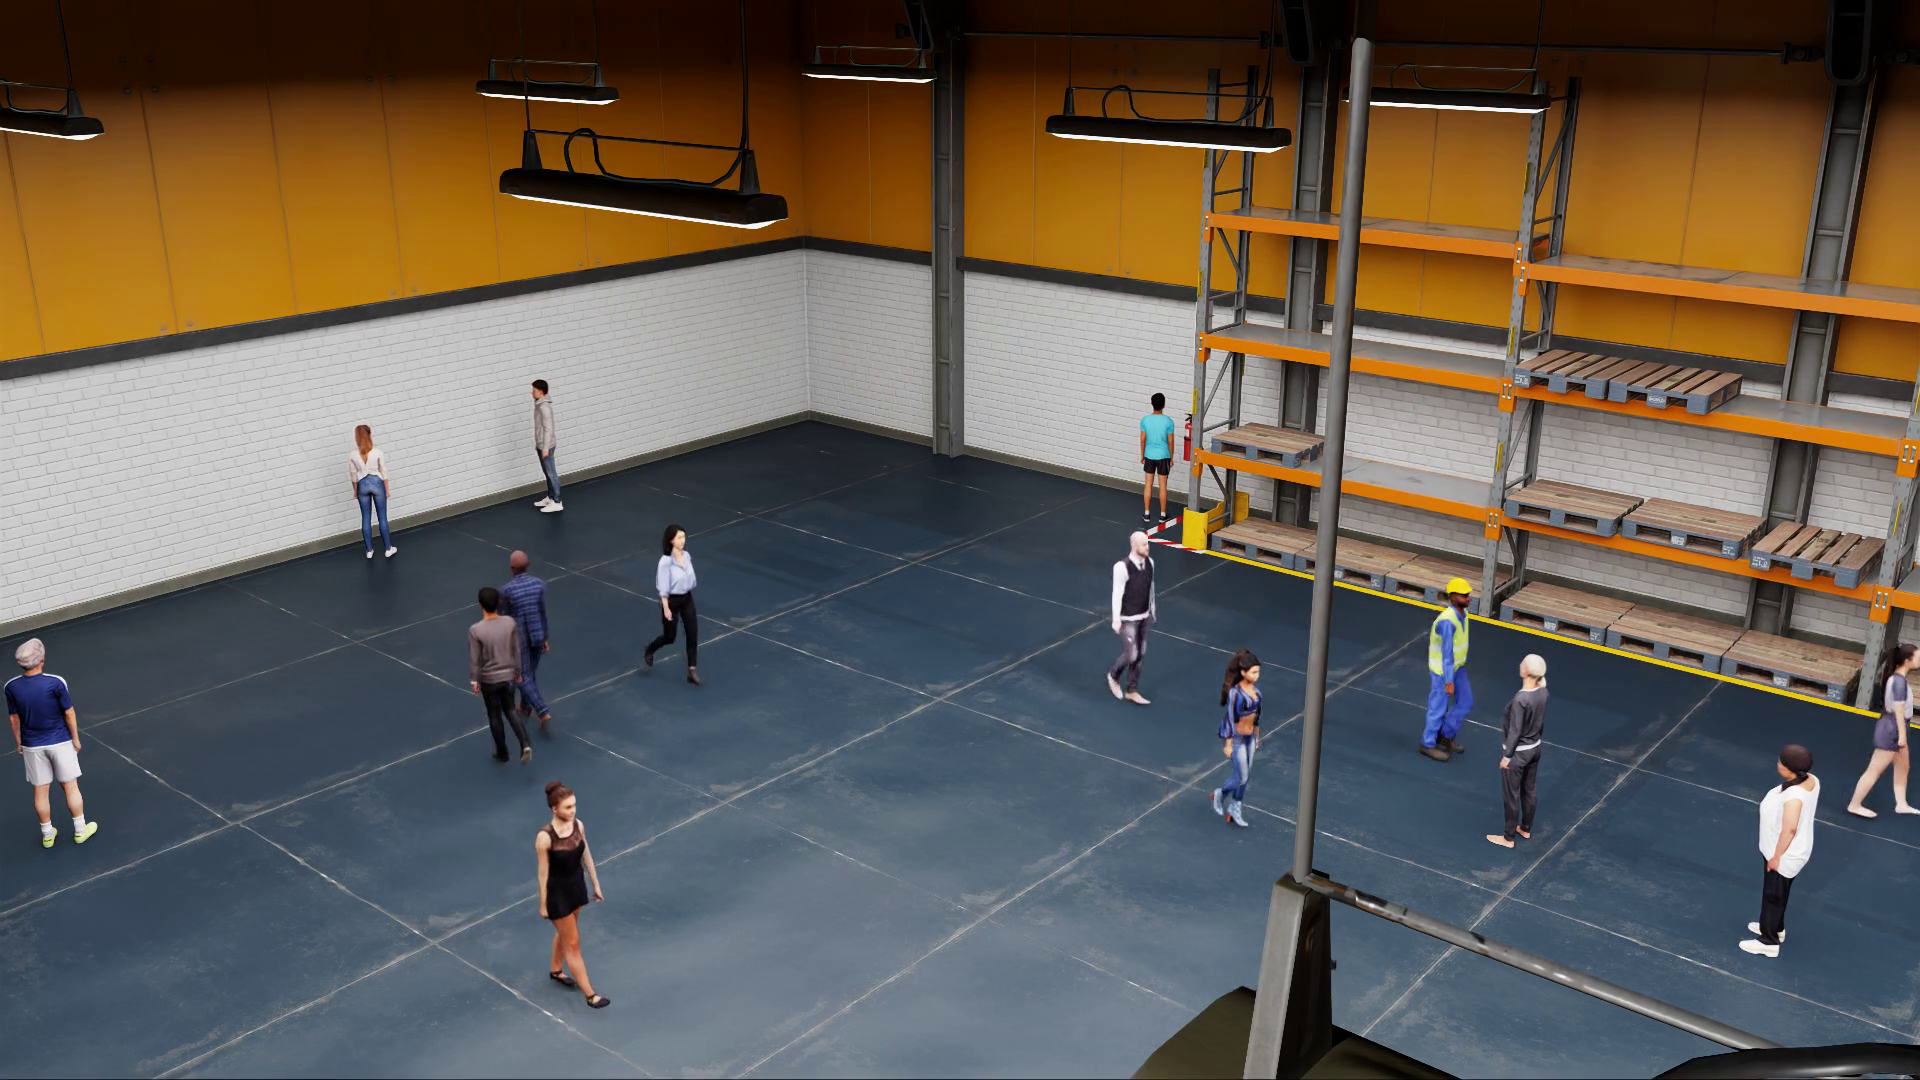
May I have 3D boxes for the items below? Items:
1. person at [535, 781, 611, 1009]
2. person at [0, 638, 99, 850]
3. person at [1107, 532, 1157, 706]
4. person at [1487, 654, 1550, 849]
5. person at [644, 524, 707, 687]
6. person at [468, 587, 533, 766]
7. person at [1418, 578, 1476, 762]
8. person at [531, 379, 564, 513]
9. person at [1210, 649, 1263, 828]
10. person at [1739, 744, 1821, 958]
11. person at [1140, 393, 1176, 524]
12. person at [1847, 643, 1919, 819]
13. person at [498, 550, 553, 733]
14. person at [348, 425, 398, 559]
[{"bbox_3d":[-2.873,2.497,11.910,0.948,1.653,0.645,12,22,33],"label":"person"},{"bbox_3d":[-7.682,1.698,13.991,0.719,1.837,0.738,-5,19,-14],"label":"person"},{"bbox_3d":[1.694,0.776,16.764,0.743,1.815,0.763,-17,25,-41],"label":"person"},{"bbox_3d":[4.740,1.752,14.009,0.641,1.724,0.586,-14,23,-36],"label":"person"},{"bbox_3d":[-2.995,0.677,17.208,1.022,1.719,0.644,14,23,35],"label":"person"},{"bbox_3d":[-4.222,1.302,15.297,0.751,1.755,0.922,15,24,38],"label":"person"},{"bbox_3d":[4.498,1.189,15.561,0.640,1.801,0.672,16,24,39],"label":"person"},{"bbox_3d":[-5.694,-1.313,22.908,0.811,1.852,0.662,-9,21,-25],"label":"person"},{"bbox_3d":[2.356,1.706,14.327,0.626,1.609,0.634,16,25,40],"label":"person"},{"bbox_3d":[6.150,2.294,12.449,0.585,1.692,0.640,15,23,37],"label":"person"},{"bbox_3d":[2.657,-1.112,22.431,0.602,1.777,0.746,5,19,15],"label":"person"},{"bbox_3d":[7.986,1.657,14.442,0.884,1.629,0.707,9,21,26],"label":"person"},{"bbox_3d":[-4.189,0.989,16.165,0.744,1.793,1.120,-17,25,-41],"label":"person"},{"bbox_3d":[-7.460,-0.628,21.063,0.684,1.733,0.733,-3,19,-8],"label":"person"}]
